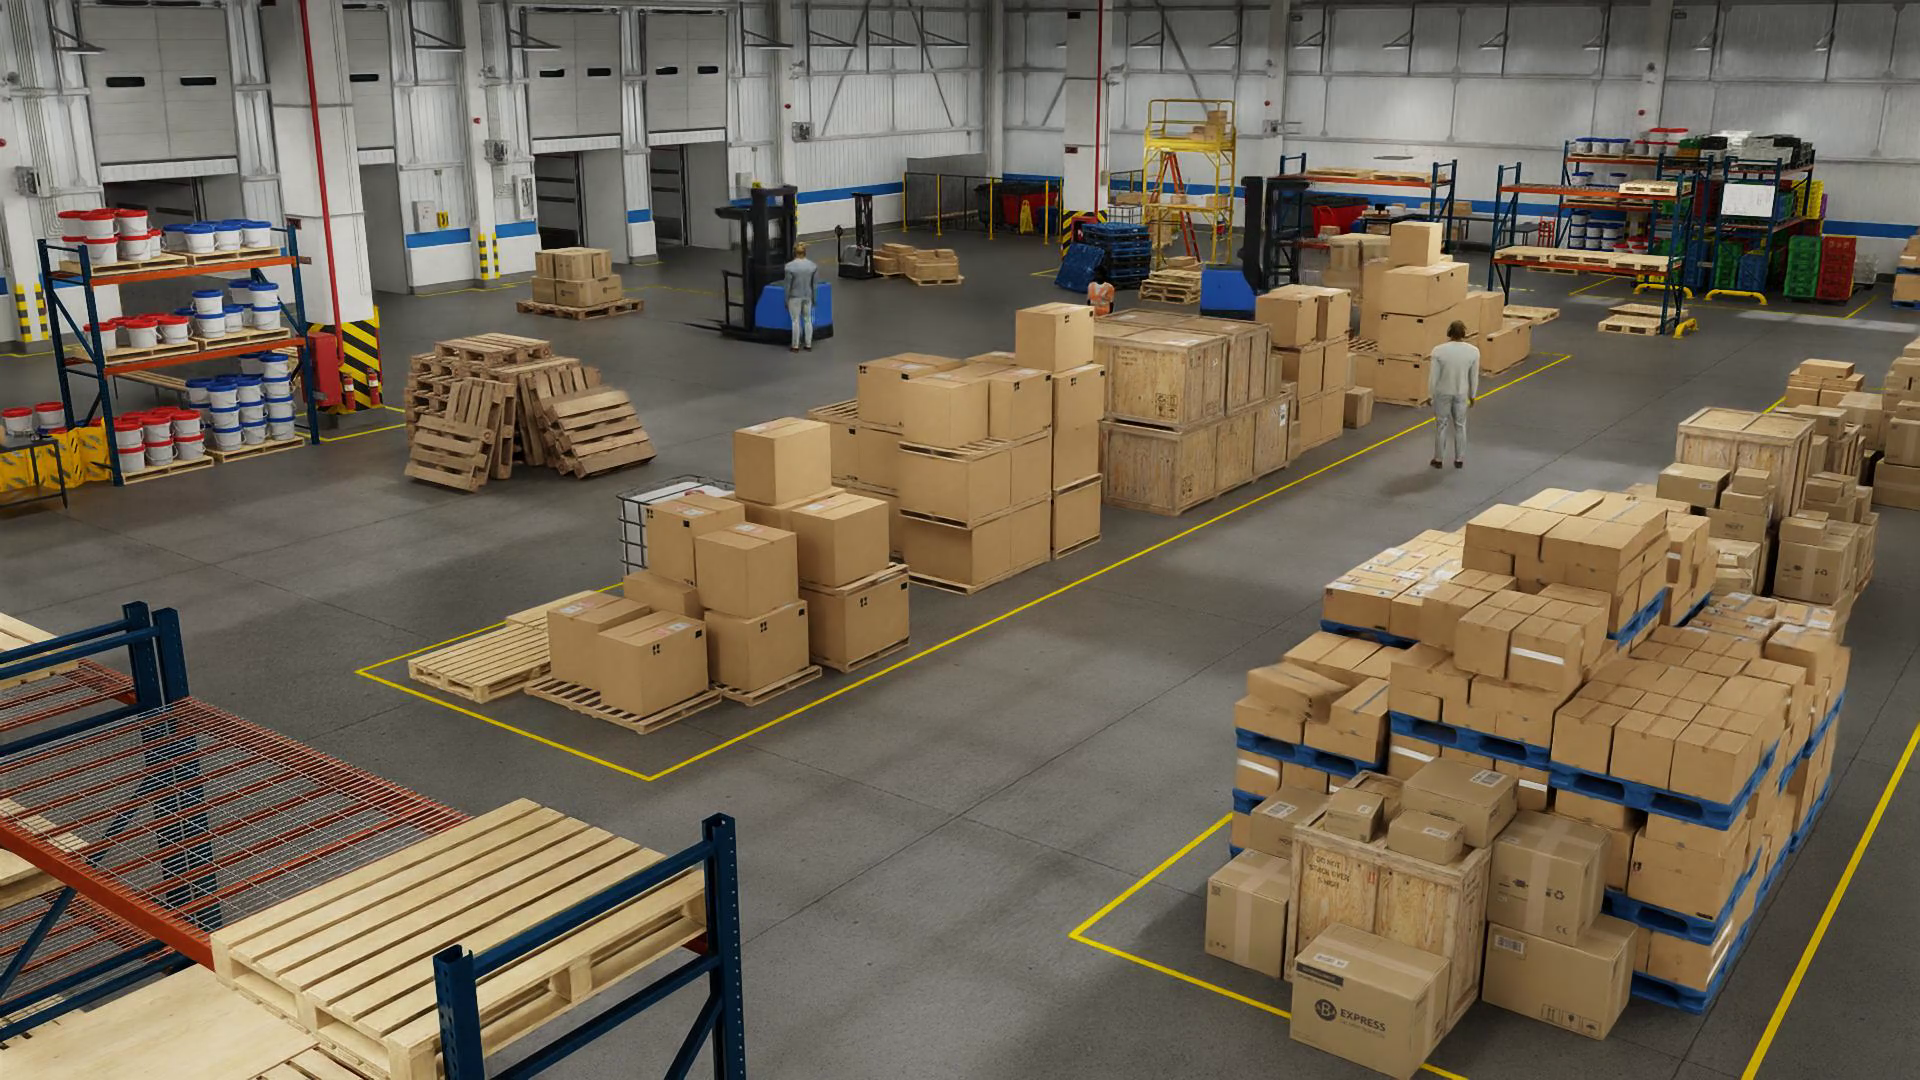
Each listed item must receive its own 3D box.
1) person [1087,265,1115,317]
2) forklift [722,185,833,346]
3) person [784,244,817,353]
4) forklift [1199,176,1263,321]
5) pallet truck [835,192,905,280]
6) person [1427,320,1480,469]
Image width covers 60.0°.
[{"bbox_3d":[2.409,-3.880,28.635,0.533,1.697,0.322,12,20,34],"label":"person"},{"bbox_3d":[-3.374,-5.106,30.683,1.873,2.768,1.129,12,21,35],"label":"forklift"},{"bbox_3d":[-2.839,-4.309,29.674,0.636,1.928,0.387,-9,19,-28],"label":"person"},{"bbox_3d":[5.689,-5.687,32.606,1.873,2.768,1.129,2,17,8],"label":"forklift"},{"bbox_3d":[-1.936,-7.159,38.982,1.885,1.965,0.823,-12,21,-34],"label":"pallet truck"},{"bbox_3d":[6.396,-1.886,21.623,0.635,1.937,0.354,1,17,3],"label":"person"}]
